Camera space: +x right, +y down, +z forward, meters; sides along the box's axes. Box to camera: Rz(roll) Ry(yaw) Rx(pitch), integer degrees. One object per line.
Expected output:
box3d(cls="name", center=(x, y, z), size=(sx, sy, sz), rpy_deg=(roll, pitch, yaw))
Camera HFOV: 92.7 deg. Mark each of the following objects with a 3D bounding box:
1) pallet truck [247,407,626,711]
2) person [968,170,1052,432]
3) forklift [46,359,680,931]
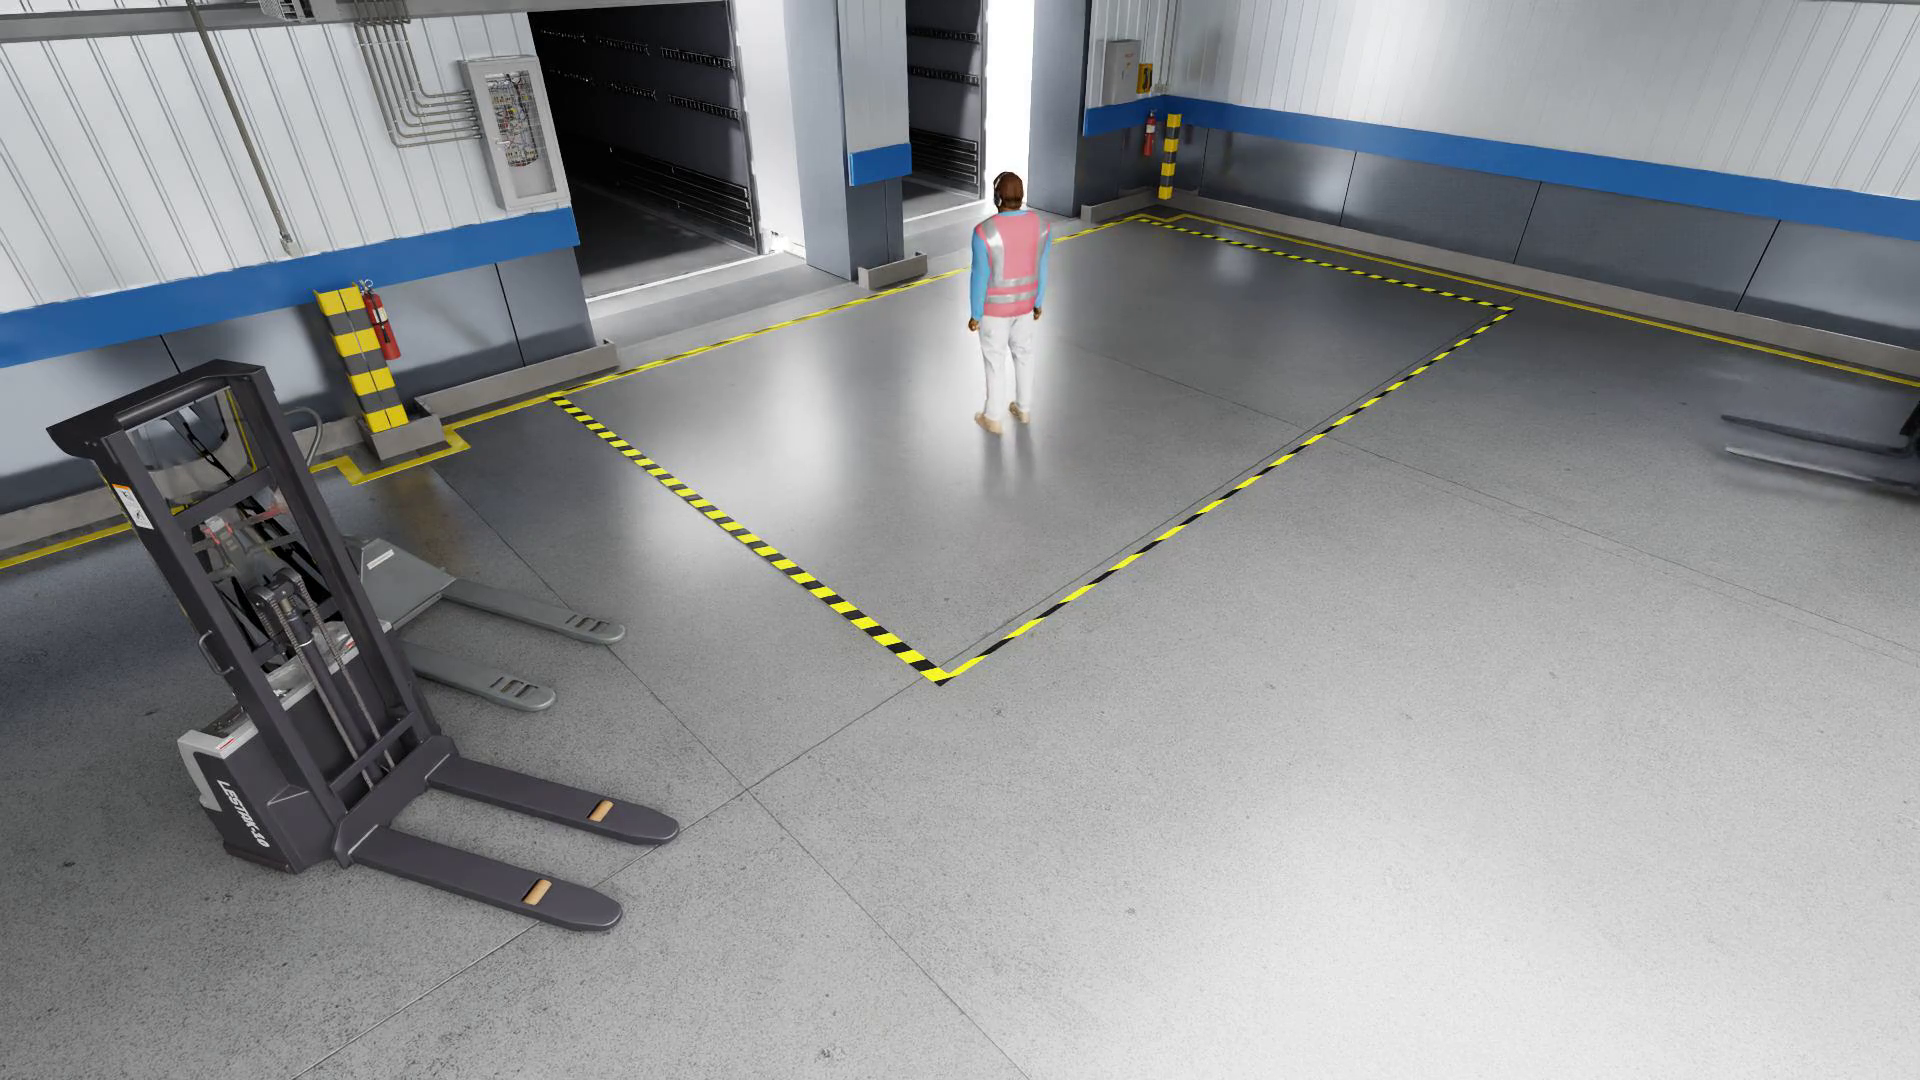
box3d(cls="pallet truck", center=(-2.628, 0.038, 4.590), size=(1.601, 1.201, 0.680), rpy_deg=(12, 36, 18))
box3d(cls="person", center=(0.326, -1.673, 6.571), size=(0.632, 1.841, 0.429), rpy_deg=(-17, 38, -24))
box3d(cls="forklift", center=(-2.135, 0.422, 3.354), size=(1.885, 1.965, 0.823), rpy_deg=(10, 35, 14))
